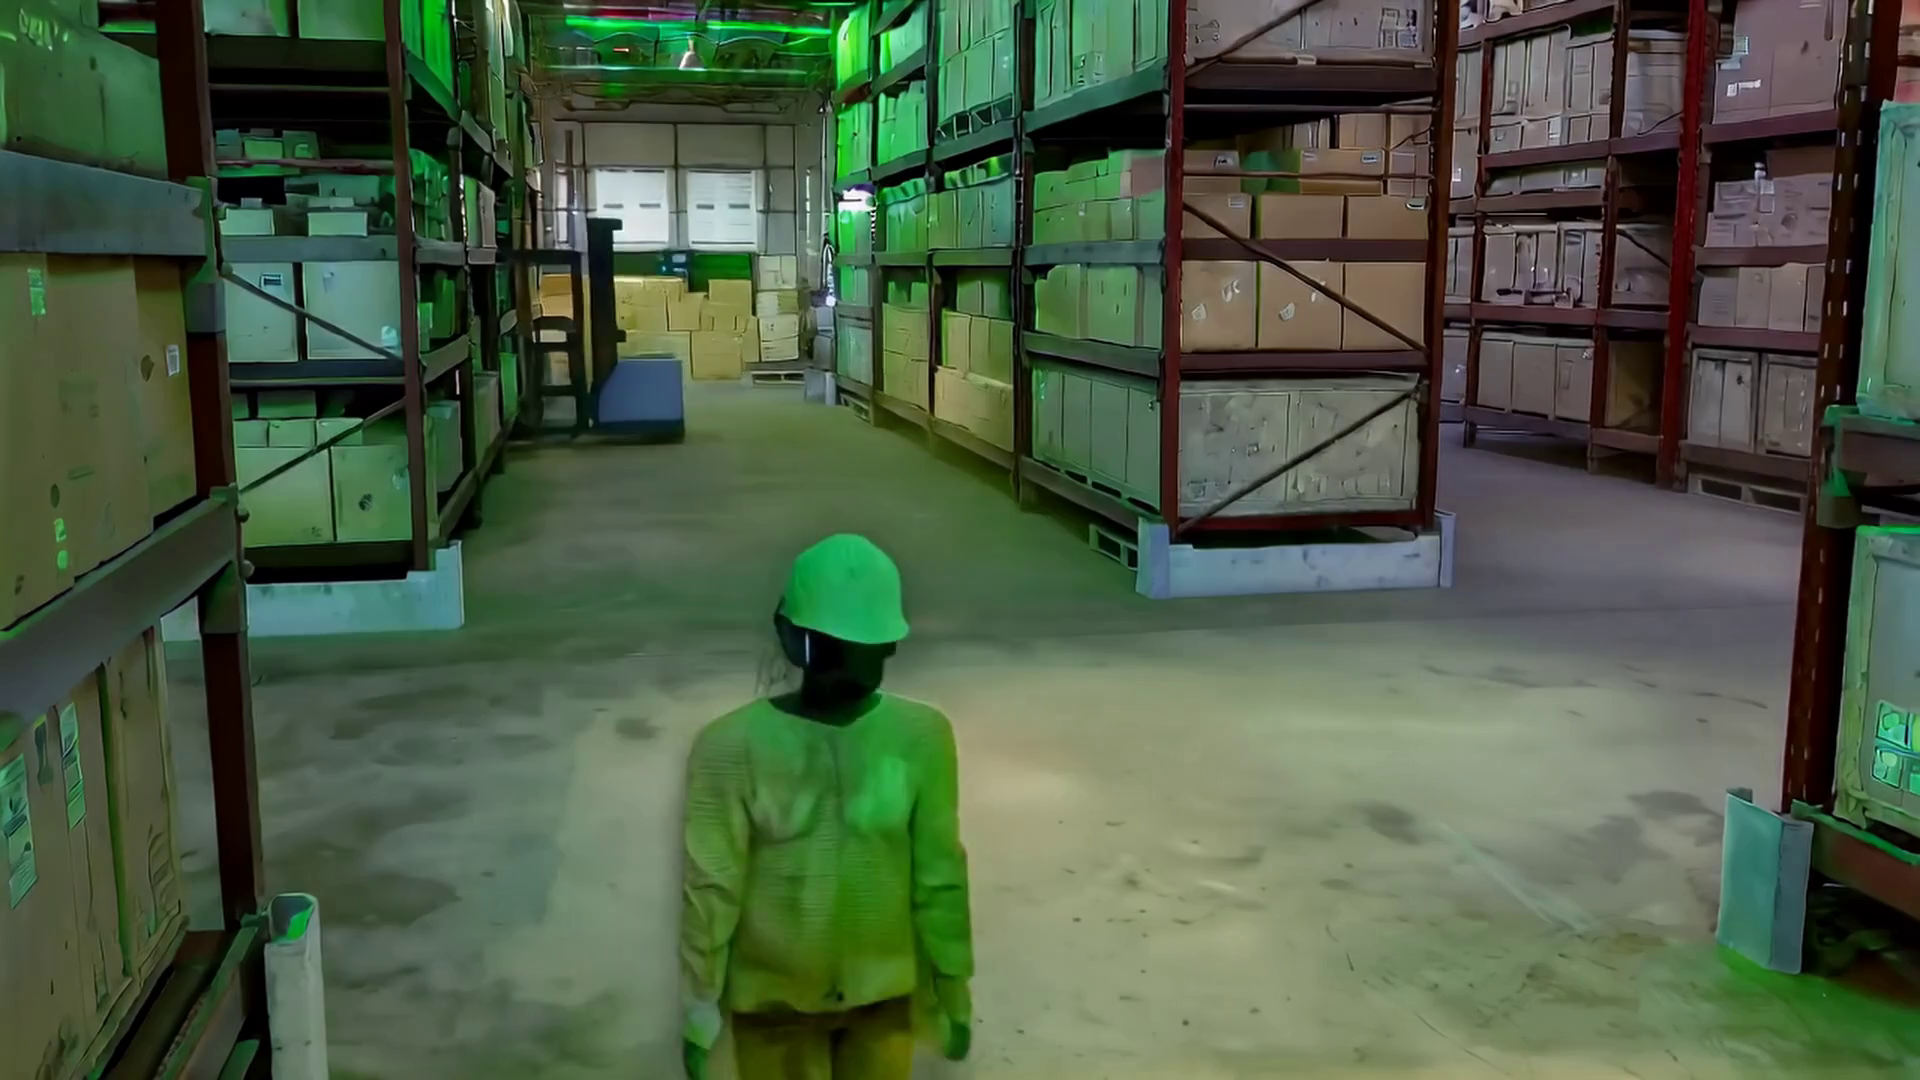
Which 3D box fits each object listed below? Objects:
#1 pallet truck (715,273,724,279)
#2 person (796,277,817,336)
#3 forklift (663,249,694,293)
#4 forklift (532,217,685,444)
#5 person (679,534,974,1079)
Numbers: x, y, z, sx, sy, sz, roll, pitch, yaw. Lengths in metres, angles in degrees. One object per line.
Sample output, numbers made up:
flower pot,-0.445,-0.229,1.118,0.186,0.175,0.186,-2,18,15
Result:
pallet truck,-8.580,-8.986,62.280,1.885,1.965,0.823,1,9,5
person,-4.879,-7.462,53.339,0.765,1.897,0.376,2,10,13
forklift,-9.277,-8.224,54.954,1.129,2.768,1.873,-7,12,-38
forklift,-4.481,-2.657,21.021,1.873,2.768,1.129,-2,10,-12
person,-0.226,0.852,3.053,0.556,1.748,0.424,-5,10,-27
